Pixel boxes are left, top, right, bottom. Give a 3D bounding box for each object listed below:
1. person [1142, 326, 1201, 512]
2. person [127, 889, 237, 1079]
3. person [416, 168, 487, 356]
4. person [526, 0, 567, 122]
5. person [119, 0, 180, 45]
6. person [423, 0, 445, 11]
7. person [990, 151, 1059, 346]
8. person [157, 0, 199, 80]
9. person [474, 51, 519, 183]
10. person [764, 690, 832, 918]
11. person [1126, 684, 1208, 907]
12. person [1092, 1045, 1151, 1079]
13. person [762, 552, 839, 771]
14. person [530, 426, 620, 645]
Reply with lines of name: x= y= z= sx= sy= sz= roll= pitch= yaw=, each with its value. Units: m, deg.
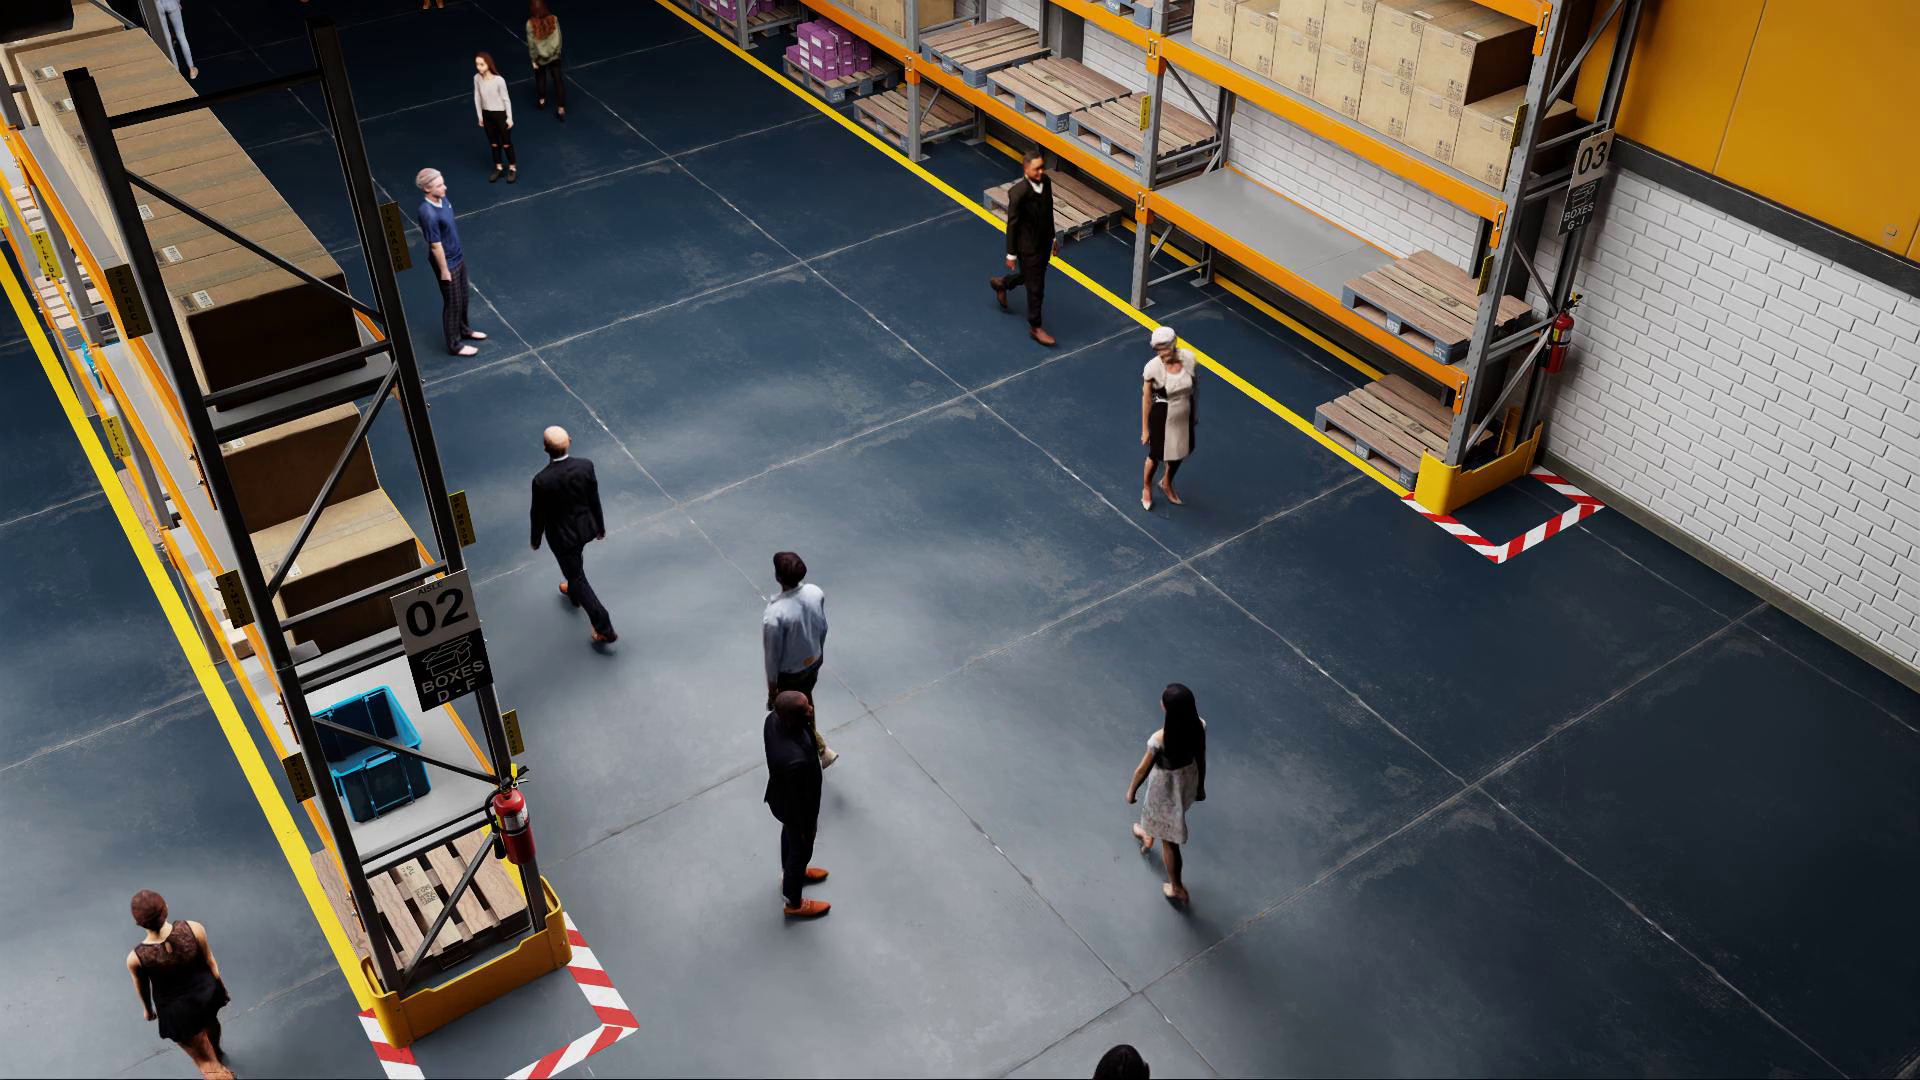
person: x=1.726 y=-0.988 z=13.505 sx=0.746 sy=1.727 sz=0.681 roll=-24 pitch=44 yaw=-27
person: x=-4.189 y=2.580 z=9.103 sx=1.141 sy=1.646 sz=0.740 roll=29 pitch=47 yaw=32
person: x=-4.760 y=-2.589 z=15.398 sx=0.799 sy=1.867 sz=0.694 roll=0 pitch=39 yaw=0
person: x=-4.833 y=-5.645 z=19.560 sx=0.675 sy=1.447 sz=0.915 roll=-16 pitch=41 yaw=-19
person: x=-10.447 y=-7.015 z=21.097 sx=0.770 sy=1.672 sz=1.064 roll=-17 pitch=42 yaw=-20
person: x=-7.205 y=-7.804 z=22.422 sx=0.561 sy=1.250 sz=0.575 roll=-9 pitch=39 yaw=-11
person: x=0.620 y=-2.805 z=15.662 sx=1.246 sy=1.875 sz=0.879 roll=30 pitch=48 yaw=32
person: x=-9.770 y=-6.536 z=20.399 sx=0.612 sy=1.794 sz=0.548 roll=-18 pitch=42 yaw=-21
person: x=-5.113 y=-4.670 z=18.311 sx=0.607 sy=1.484 sz=0.665 roll=6 pitch=39 yaw=7
person: x=-1.021 y=1.592 z=10.202 sx=0.826 sy=1.818 sz=0.685 roll=-8 pitch=39 yaw=-10
person: x=1.342 y=1.616 z=10.220 sx=0.721 sy=1.757 sz=0.975 roll=-18 pitch=42 yaw=-21
person: x=0.750 y=3.078 z=8.424 sx=0.686 sy=1.715 sz=0.636 roll=-30 pitch=47 yaw=-32
person: x=-1.043 y=0.866 z=11.124 sx=0.934 sy=1.801 sz=0.814 roll=27 pitch=46 yaw=30
person: x=-2.828 y=-0.005 z=12.236 sx=1.200 sy=1.775 sz=0.806 roll=32 pitch=48 yaw=34
